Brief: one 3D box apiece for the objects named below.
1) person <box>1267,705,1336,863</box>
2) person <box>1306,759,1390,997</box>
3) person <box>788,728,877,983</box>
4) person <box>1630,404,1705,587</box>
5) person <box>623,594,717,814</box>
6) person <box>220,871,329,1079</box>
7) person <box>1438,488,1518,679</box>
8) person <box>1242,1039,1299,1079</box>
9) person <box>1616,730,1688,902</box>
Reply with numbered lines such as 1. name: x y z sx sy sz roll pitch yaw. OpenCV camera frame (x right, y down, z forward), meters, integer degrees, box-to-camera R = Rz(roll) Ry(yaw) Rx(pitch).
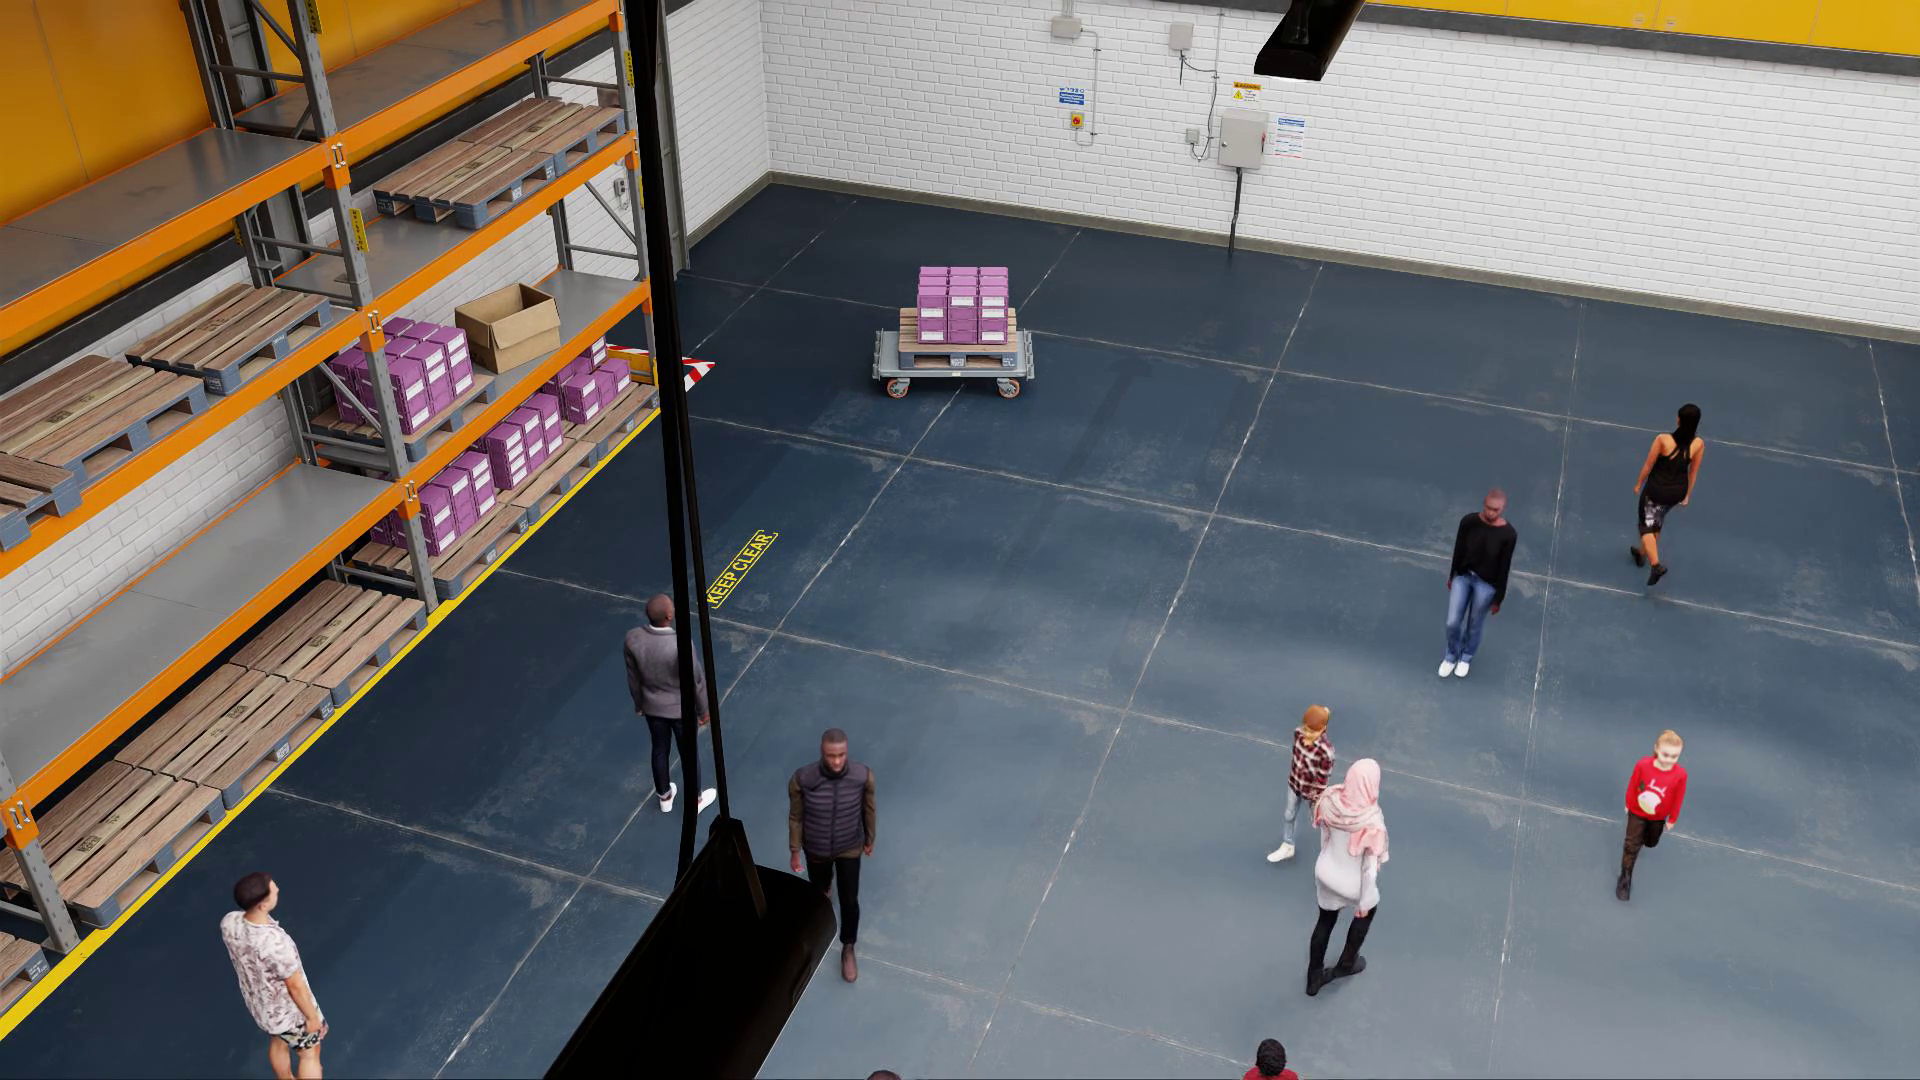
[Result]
1. person: 2.410 1.614 11.274 0.941 1.286 0.809 -22 40 -30
2. person: 2.271 2.106 10.082 0.837 1.786 0.789 -28 43 -35
3. person: -0.803 1.865 10.421 0.984 1.811 1.200 -3 34 -4
4. person: 5.924 -0.378 13.944 0.804 1.647 1.038 0 34 1
5. person: -2.011 1.149 11.493 0.720 1.817 0.576 9 35 13
6. person: -3.841 2.575 9.353 0.710 1.811 0.632 18 38 25
7. person: 4.019 0.292 12.862 0.664 1.730 0.681 18 38 25
8. person: 1.668 3.178 8.960 0.697 1.243 0.851 -4 34 -5
9. person: 4.581 1.767 11.062 0.482 1.265 0.809 12 35 18
